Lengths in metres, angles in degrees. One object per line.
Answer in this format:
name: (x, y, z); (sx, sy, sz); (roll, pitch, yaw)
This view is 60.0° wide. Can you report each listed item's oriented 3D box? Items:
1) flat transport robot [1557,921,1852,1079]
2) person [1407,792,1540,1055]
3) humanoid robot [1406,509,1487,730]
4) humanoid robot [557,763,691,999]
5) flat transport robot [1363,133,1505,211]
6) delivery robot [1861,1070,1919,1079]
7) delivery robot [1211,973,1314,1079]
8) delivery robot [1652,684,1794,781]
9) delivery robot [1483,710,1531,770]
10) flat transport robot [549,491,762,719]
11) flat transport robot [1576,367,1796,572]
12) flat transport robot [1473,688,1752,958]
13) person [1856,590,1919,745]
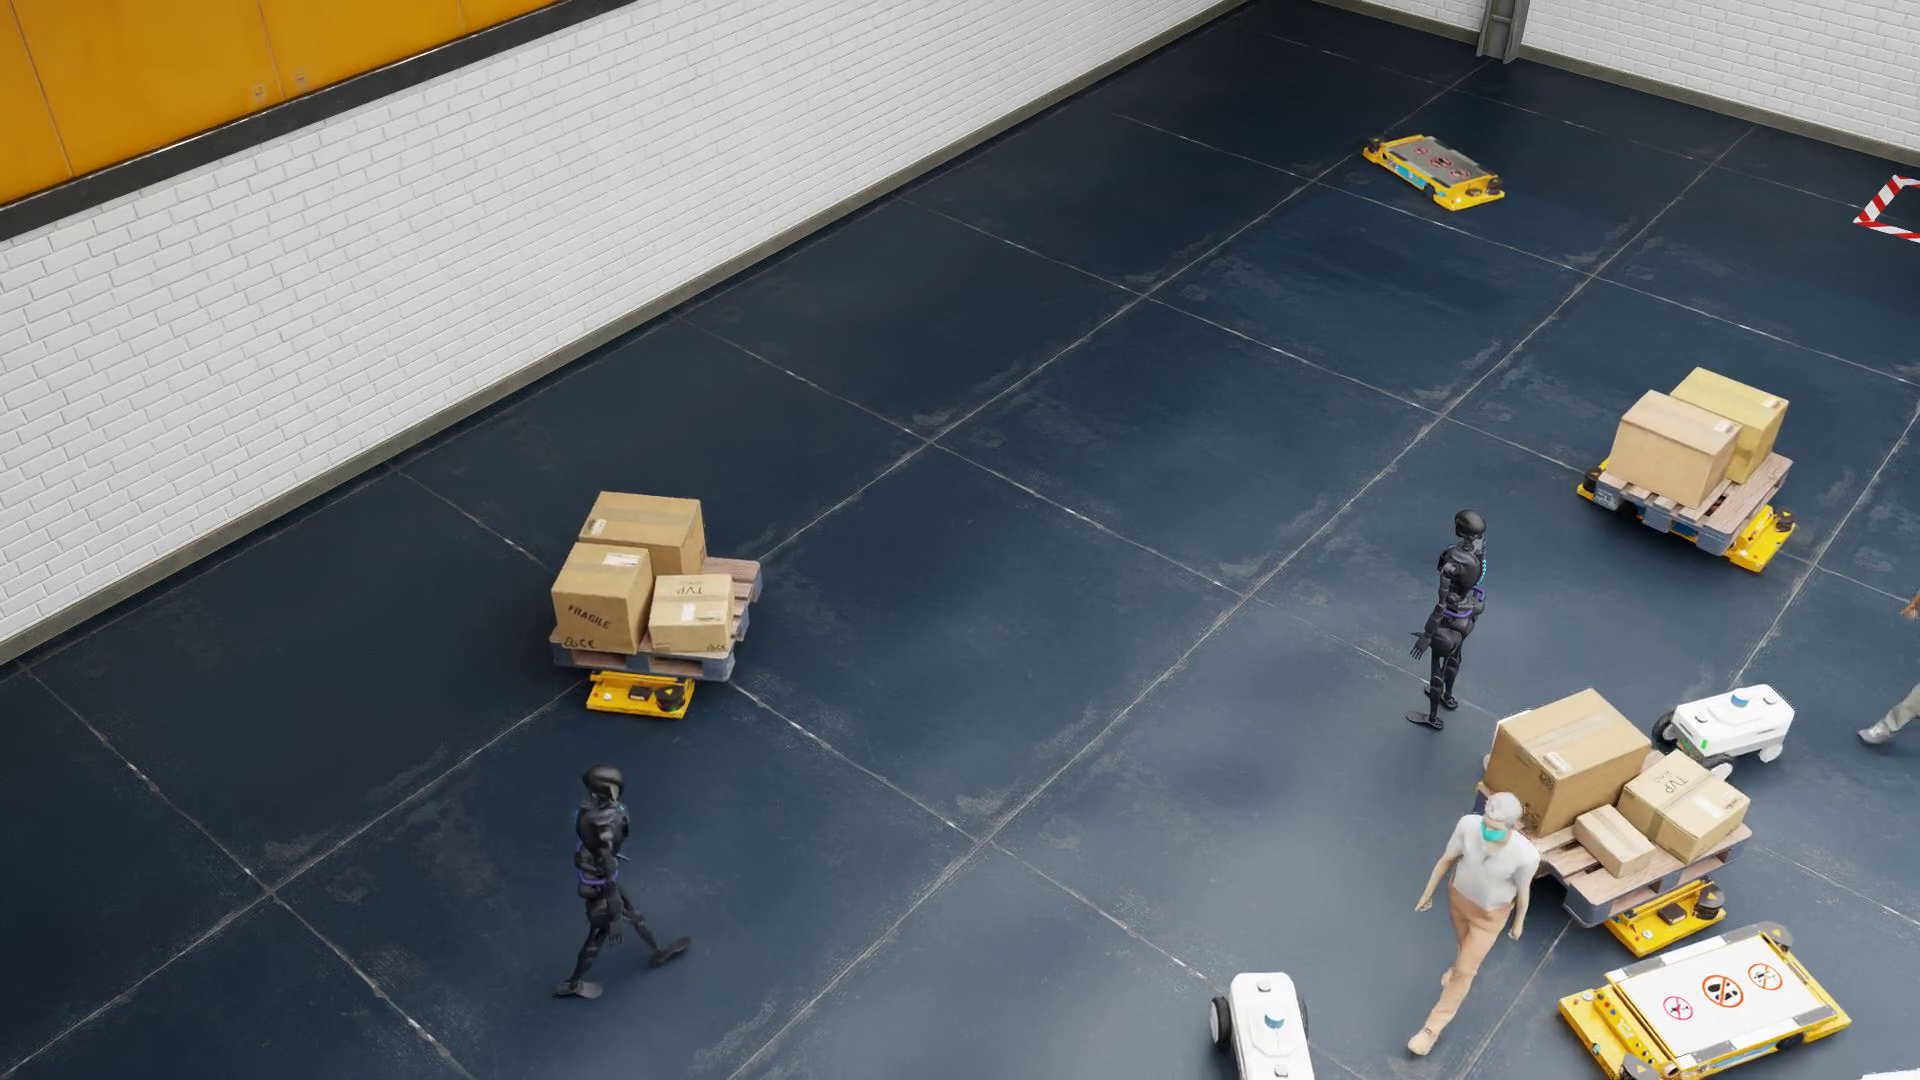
flat transport robot: (4.081, 2.566, 9.101); (1.431, 0.231, 0.659); (-13, 41, -15)
person: (2.675, 1.939, 8.740); (0.832, 1.702, 0.509); (-31, 48, -33)
humanoid robot: (3.107, 0.494, 10.542); (0.315, 1.654, 0.599); (28, 46, 30)
humanoid robot: (-1.899, 1.835, 8.928); (0.772, 1.619, 0.609); (-10, 40, -12)
flat transport robot: (4.833, -3.790, 16.991); (0.659, 0.231, 1.431); (-18, 42, -21)
delivery robot: (4.928, 2.900, 8.452); (0.730, 0.585, 0.518); (-4, 39, -5)
delivery robot: (1.626, 2.651, 8.748); (0.499, 0.570, 0.750); (-1, 39, -1)
delivery robot: (4.876, 1.192, 10.572); (0.773, 0.586, 0.499); (-12, 40, -14)
delivery robot: (3.634, 1.425, 10.282); (0.499, 0.585, 0.765); (-17, 42, -20)
flat transport robot: (-2.047, 0.652, 11.477); (0.659, 0.231, 1.431); (5, 39, 6)
flat transport robot: (5.505, -0.269, 12.621); (1.431, 0.231, 0.659); (30, 47, 31)
flat transport robot: (3.841, 1.832, 10.013); (0.659, 0.231, 1.431); (-17, 42, -20)
person: (6.180, 0.529, 10.411); (0.914, 1.799, 0.580); (-8, 40, -10)
